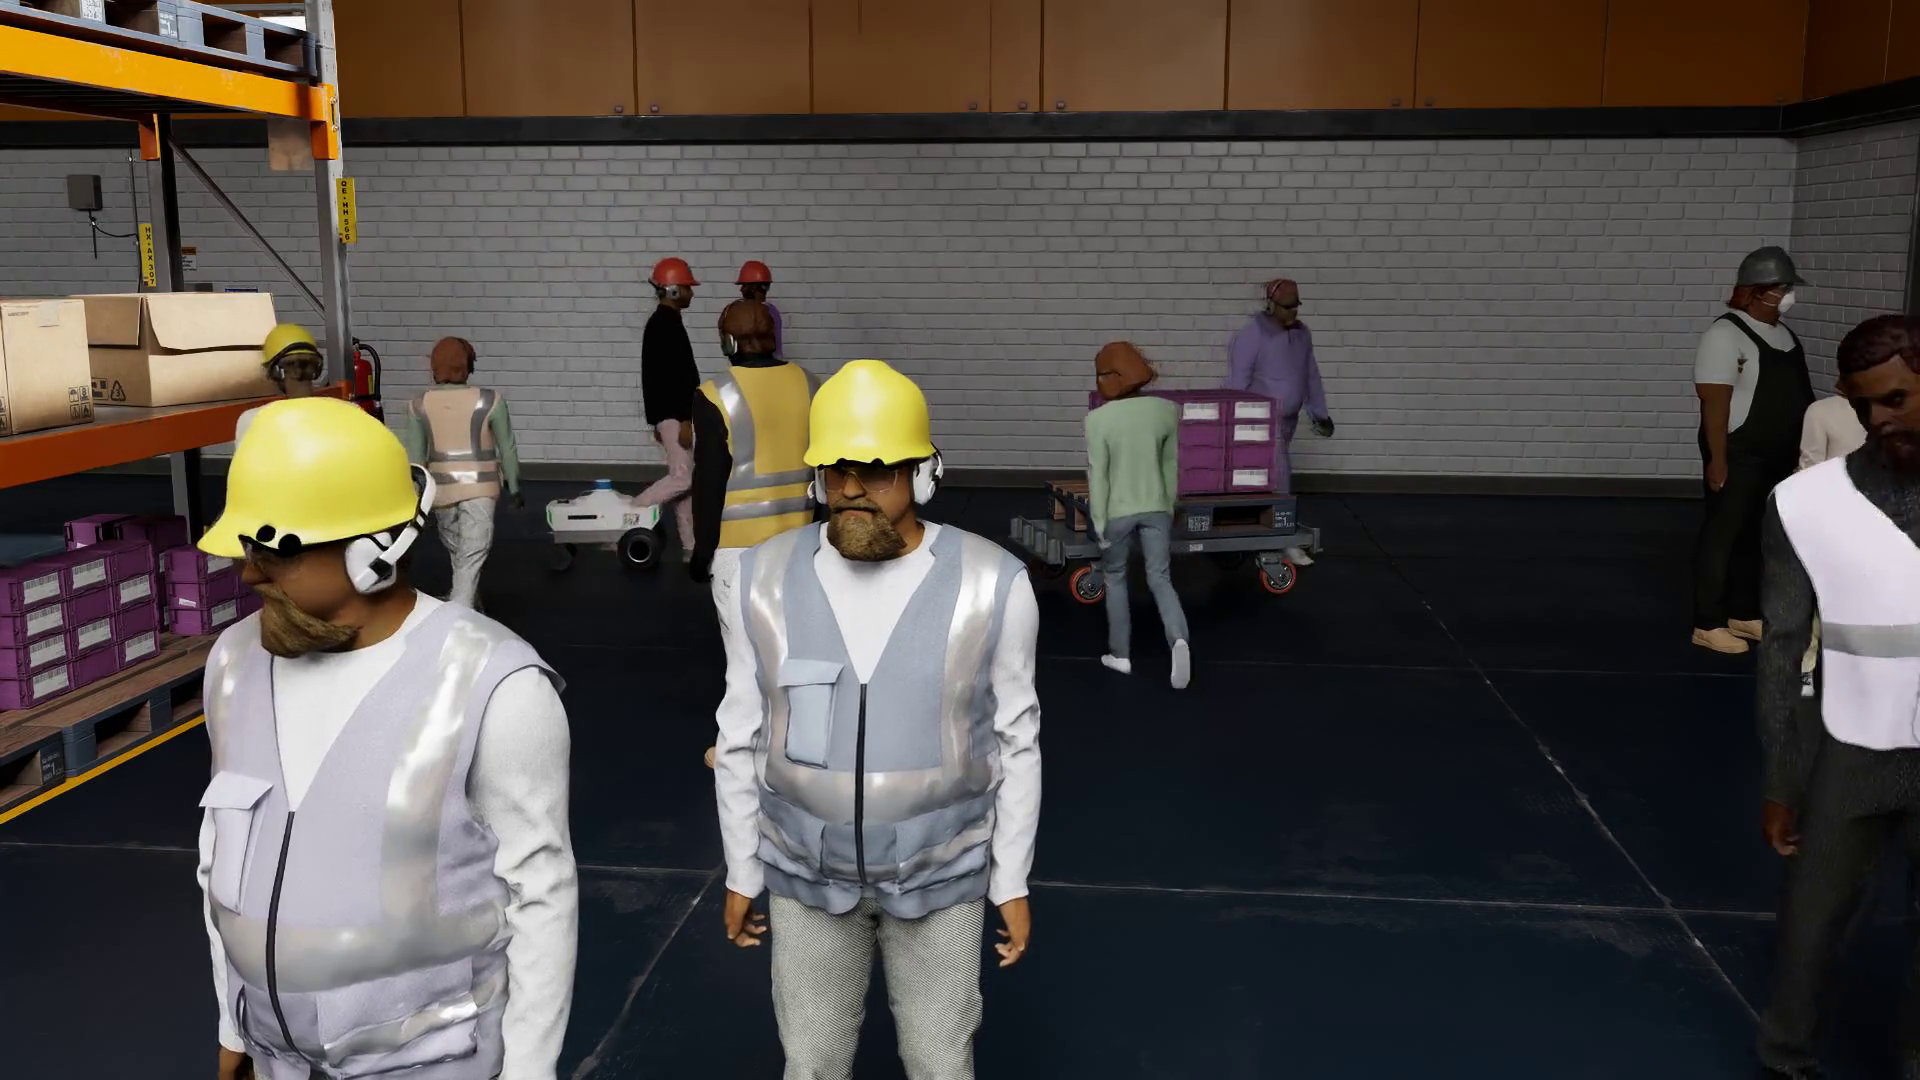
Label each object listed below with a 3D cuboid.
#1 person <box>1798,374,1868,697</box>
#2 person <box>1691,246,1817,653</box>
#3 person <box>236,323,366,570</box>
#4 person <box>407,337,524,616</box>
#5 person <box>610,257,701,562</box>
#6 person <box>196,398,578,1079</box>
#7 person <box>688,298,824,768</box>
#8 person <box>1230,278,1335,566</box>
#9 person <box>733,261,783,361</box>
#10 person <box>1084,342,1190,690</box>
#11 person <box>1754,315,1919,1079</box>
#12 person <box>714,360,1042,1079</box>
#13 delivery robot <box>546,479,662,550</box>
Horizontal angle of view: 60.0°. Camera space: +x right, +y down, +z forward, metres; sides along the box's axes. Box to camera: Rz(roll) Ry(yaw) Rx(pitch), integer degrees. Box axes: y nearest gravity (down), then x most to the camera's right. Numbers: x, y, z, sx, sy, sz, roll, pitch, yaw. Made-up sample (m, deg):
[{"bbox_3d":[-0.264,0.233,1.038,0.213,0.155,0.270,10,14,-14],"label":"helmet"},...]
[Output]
[{"bbox_3d":[4.028,-0.091,7.500,0.507,1.631,0.266,1,10,7],"label":"person"},{"bbox_3d":[4.040,-0.455,8.418,0.689,2.000,0.539,-7,12,-36],"label":"person"},{"bbox_3d":[-2.580,0.007,6.644,0.472,1.733,0.536,9,13,42],"label":"person"},{"bbox_3d":[-2.478,-0.207,8.289,0.511,1.596,0.862,1,10,7],"label":"person"},{"bbox_3d":[-1.888,-0.802,10.591,0.747,1.978,0.626,-3,10,-17],"label":"person"},{"bbox_3d":[-0.843,0.704,2.398,0.600,1.823,0.403,3,10,19],"label":"person"},{"bbox_3d":[-0.793,-0.010,6.460,0.620,1.837,0.429,-9,13,-42],"label":"person"},{"bbox_3d":[2.012,-0.800,10.953,0.753,1.852,0.939,-9,13,-40],"label":"person"},{"bbox_3d":[-1.570,-1.196,12.952,0.371,1.935,0.551,1,10,8],"label":"person"},{"bbox_3d":[0.826,-0.116,7.706,0.517,1.603,0.728,-3,10,-16],"label":"person"},{"bbox_3d":[2.036,0.473,3.586,0.687,1.880,0.374,3,10,17],"label":"person"},{"bbox_3d":[-0.154,0.589,3.032,0.600,1.831,0.404,1,10,6],"label":"person"},{"bbox_3d":[-2.269,-0.144,10.621,0.707,0.478,0.477,-1,10,-6],"label":"delivery robot"}]
